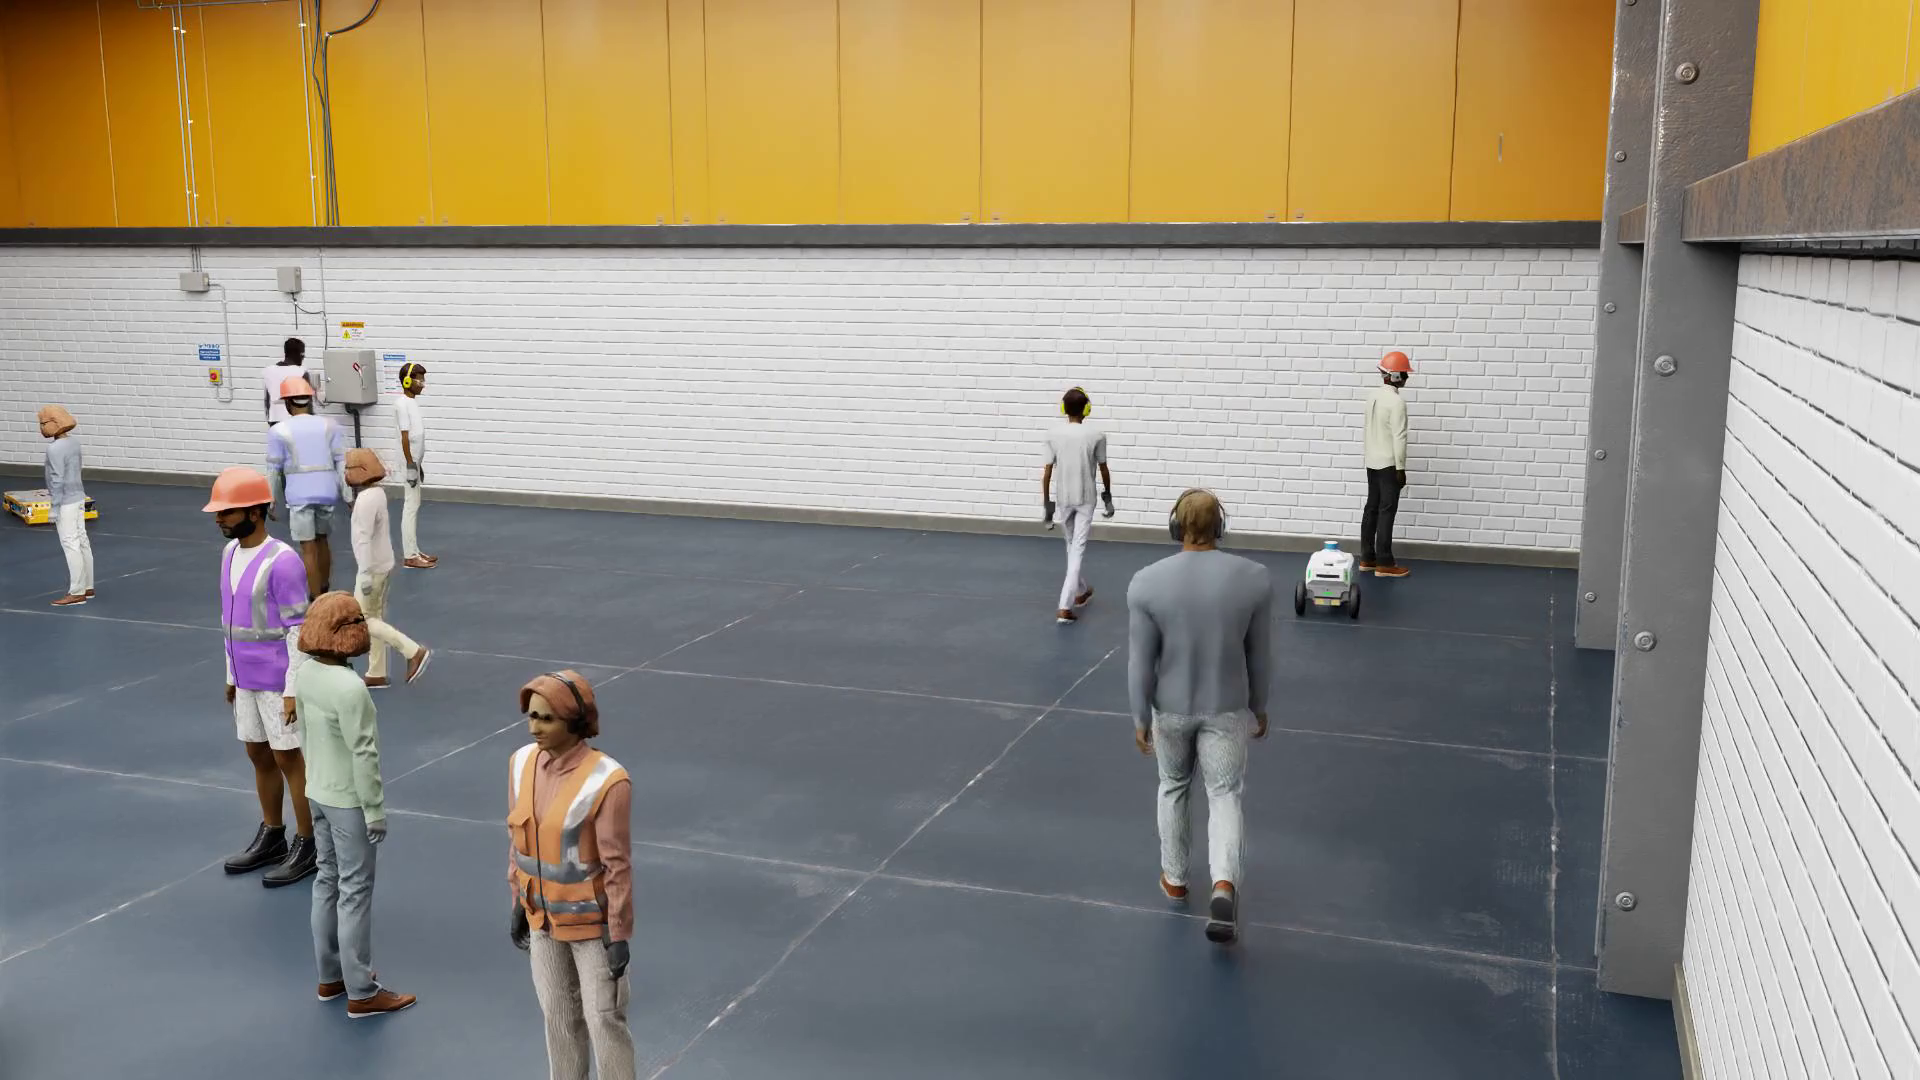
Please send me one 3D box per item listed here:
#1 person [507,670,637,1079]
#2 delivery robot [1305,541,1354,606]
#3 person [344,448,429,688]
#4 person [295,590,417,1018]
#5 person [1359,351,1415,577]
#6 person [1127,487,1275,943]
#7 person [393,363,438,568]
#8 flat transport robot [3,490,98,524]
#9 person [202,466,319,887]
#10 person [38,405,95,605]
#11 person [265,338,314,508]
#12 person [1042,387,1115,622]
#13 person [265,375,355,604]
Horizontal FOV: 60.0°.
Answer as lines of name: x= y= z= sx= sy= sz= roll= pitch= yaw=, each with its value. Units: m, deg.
person: x=-1.207 y=1.201 z=5.209 sx=0.521 sy=1.633 sz=0.313 roll=7 pitch=12 yaw=34
delivery robot: x=2.967 y=0.253 z=13.315 sx=0.477 sy=0.478 sz=0.707 roll=3 pitch=10 yaw=16
person: x=-3.803 y=0.197 z=10.896 sx=0.465 sy=1.614 sz=0.514 roll=-2 pitch=10 yaw=-8
person: x=-2.337 y=0.996 z=6.346 sx=0.498 sy=1.636 sz=0.281 roll=10 pitch=14 yaw=44
person: x=3.801 y=-0.678 z=14.765 sx=0.396 sy=1.992 sz=0.619 roll=-2 pitch=10 yaw=-13
person: x=1.023 y=0.729 z=7.098 sx=0.633 sy=1.912 sz=0.856 roll=1 pitch=10 yaw=5
person: x=-4.966 y=-0.678 z=15.139 sx=0.328 sy=1.865 sz=0.519 roll=-2 pitch=10 yaw=-13
flat transport robot: x=-9.845 y=-0.385 z=17.969 sx=0.652 sy=0.197 sz=1.431 roll=-8 pitch=13 yaw=-38
person: x=-3.202 y=0.623 z=7.602 sx=0.550 sy=1.935 sz=0.376 roll=7 pitch=12 yaw=35
person: x=-7.298 y=-0.285 z=13.570 sx=0.283 sy=1.633 sz=0.499 roll=-1 pitch=10 yaw=-8
person: x=-7.418 y=-1.274 z=18.444 sx=0.631 sy=1.889 sz=0.438 roll=3 pitch=11 yaw=17
person: x=0.924 y=-0.296 z=13.125 sx=0.502 sy=1.816 sz=1.001 roll=4 pitch=11 yaw=22
person: x=-5.167 y=-0.346 z=13.168 sx=0.618 sy=1.898 sz=0.819 roll=-8 pitch=13 yaw=-39
